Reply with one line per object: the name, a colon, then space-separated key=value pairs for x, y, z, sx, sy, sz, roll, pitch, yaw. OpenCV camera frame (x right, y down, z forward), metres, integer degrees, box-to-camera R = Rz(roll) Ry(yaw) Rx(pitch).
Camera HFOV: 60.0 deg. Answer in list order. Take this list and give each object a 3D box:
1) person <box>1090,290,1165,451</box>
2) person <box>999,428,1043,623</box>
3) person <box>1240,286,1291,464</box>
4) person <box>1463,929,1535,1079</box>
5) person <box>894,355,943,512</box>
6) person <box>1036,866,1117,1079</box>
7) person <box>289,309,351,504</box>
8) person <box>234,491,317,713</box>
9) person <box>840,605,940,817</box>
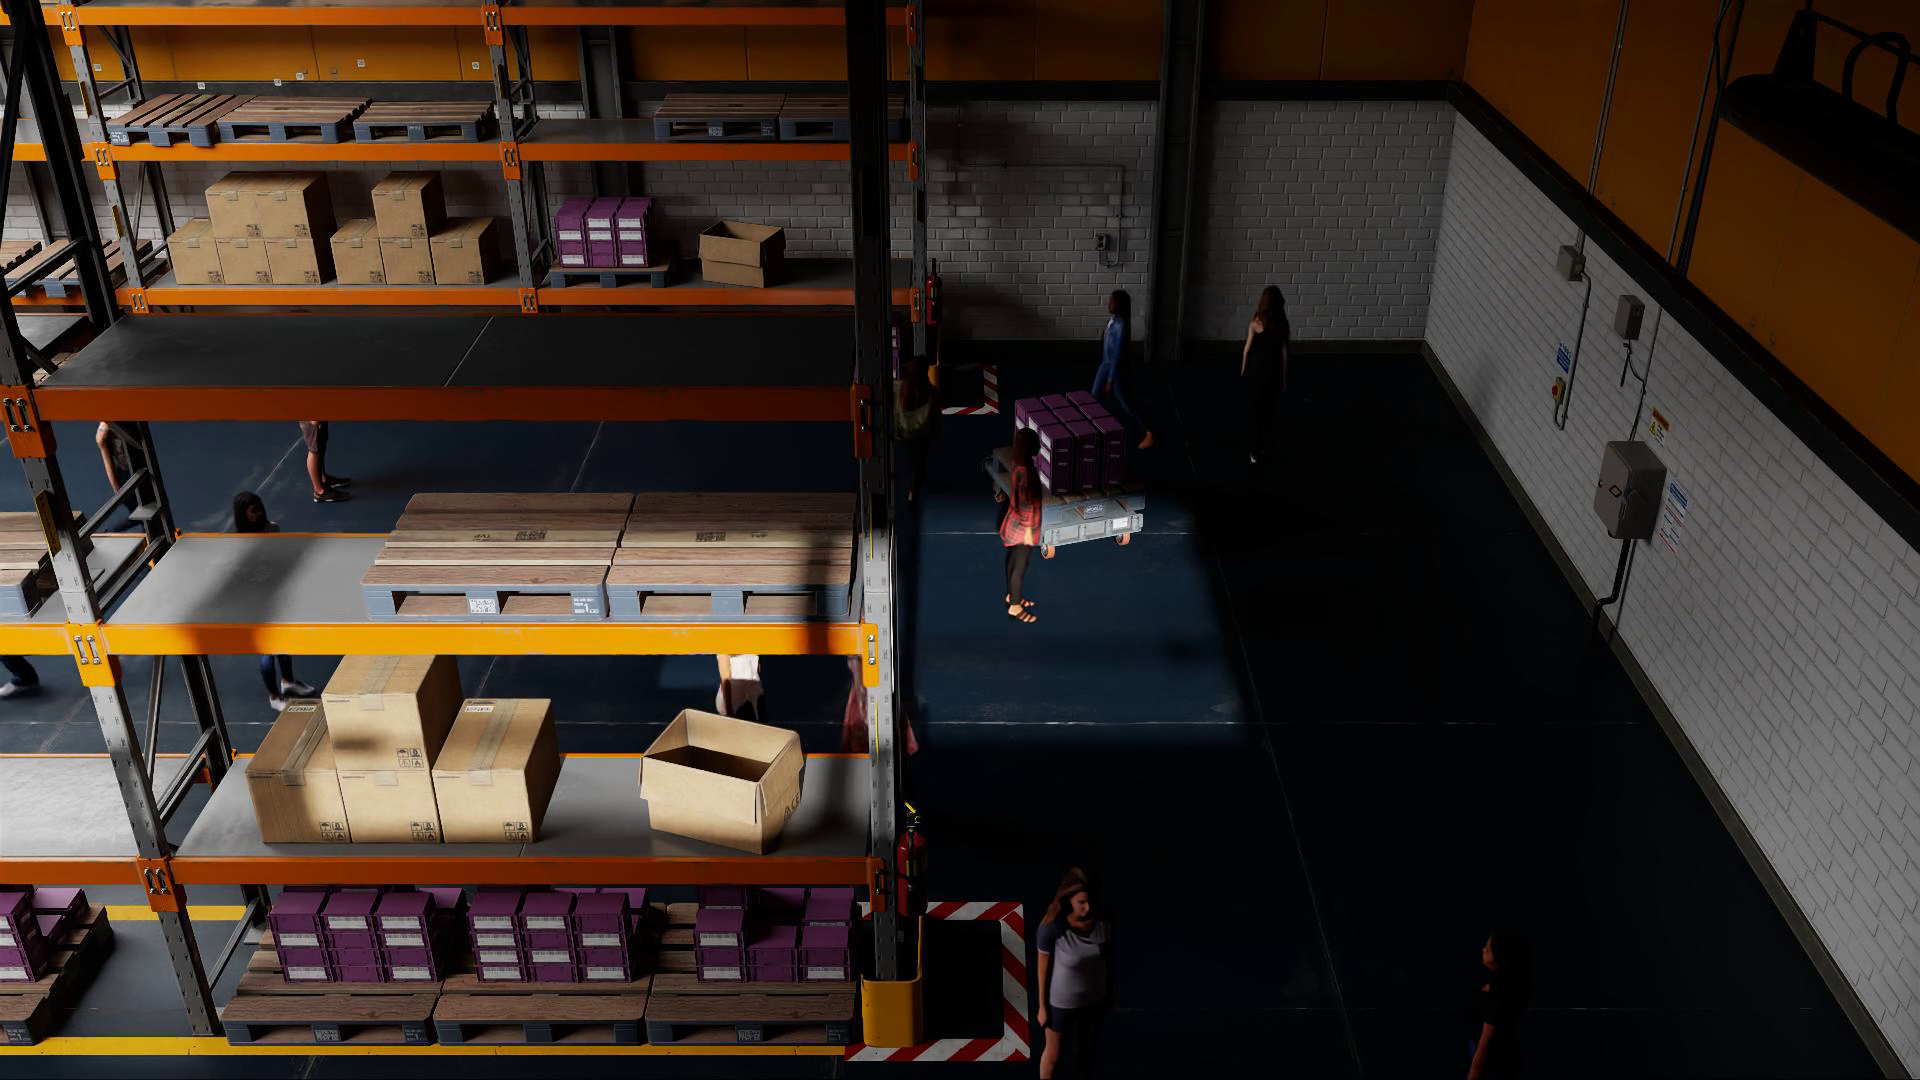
person: x=1.612 y=-1.599 z=16.200 sx=1.194 sy=1.669 sz=0.667 roll=-2 pitch=29 yaw=-3
person: x=0.505 y=-0.132 z=13.477 sx=0.566 sy=1.702 sz=0.631 roll=-3 pitch=29 yaw=-5
person: x=2.952 y=-1.565 z=16.102 sx=1.049 sy=1.703 sz=0.763 roll=4 pitch=29 yaw=7
person: x=2.662 y=2.664 z=8.317 sx=0.701 sy=1.733 sz=0.654 roll=21 pitch=35 yaw=33
person: x=-0.403 y=-0.953 z=15.253 sx=1.015 sy=1.441 sz=0.840 roll=7 pitch=29 yaw=12
person: x=0.602 y=2.398 z=8.811 sx=0.584 sy=1.728 sz=0.722 roll=-9 pitch=30 yaw=-16
person: x=-6.003 y=-1.256 z=15.374 sx=0.653 sy=1.858 sz=0.707 roll=-7 pitch=29 yaw=-13
person: x=-5.130 y=0.443 z=12.346 sx=0.590 sy=1.774 sz=0.638 roll=6 pitch=29 yaw=12
person: x=-0.652 y=1.120 z=11.223 sx=1.078 sy=1.661 sz=0.974 roll=21 pitch=35 yaw=34
